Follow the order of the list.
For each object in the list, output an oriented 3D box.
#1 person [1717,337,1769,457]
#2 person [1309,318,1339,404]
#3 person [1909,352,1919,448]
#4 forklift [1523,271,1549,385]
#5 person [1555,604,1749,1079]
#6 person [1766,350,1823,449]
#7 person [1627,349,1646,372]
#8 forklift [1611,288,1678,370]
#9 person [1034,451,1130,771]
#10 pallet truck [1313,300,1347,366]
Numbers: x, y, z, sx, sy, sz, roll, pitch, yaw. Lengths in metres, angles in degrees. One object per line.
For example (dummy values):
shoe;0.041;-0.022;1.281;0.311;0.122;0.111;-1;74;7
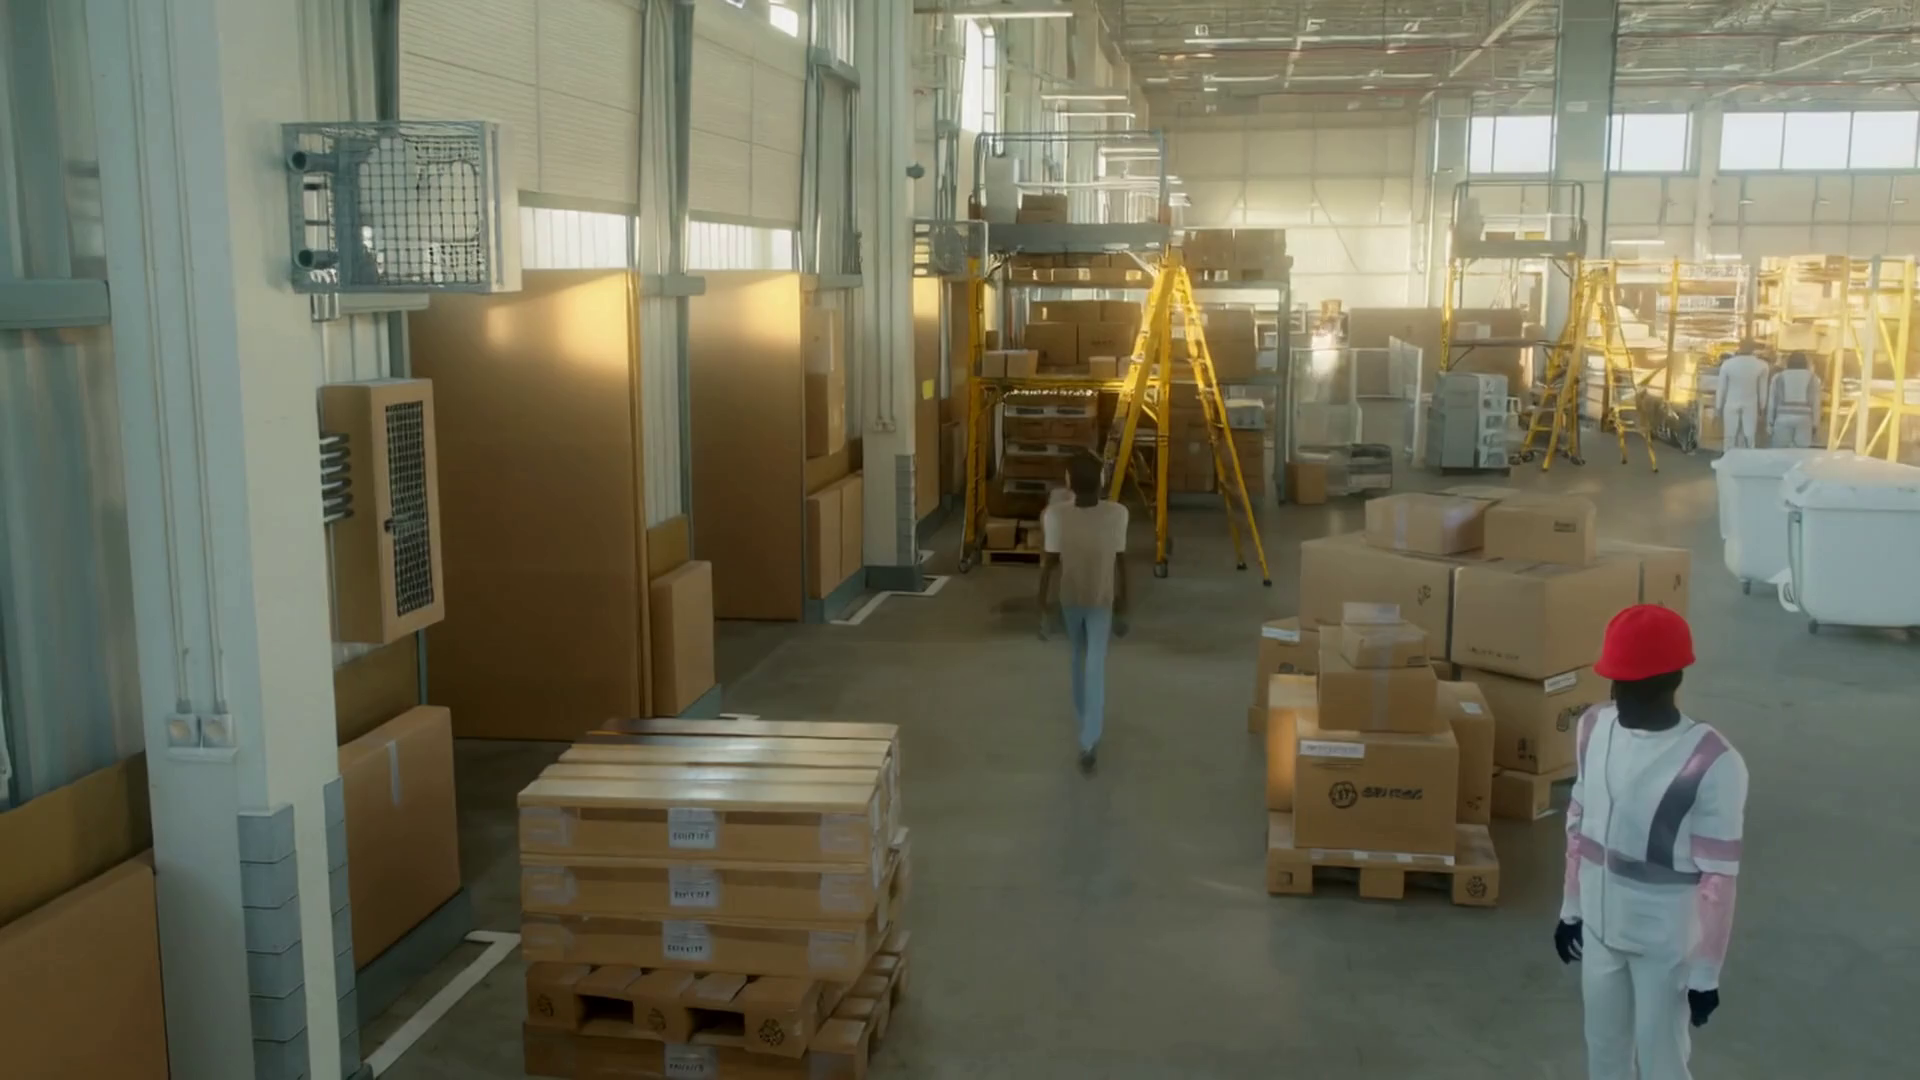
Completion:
person;10.838;-1.843;23.062;0.631;1.931;0.365;3;10;20
person;7.227;-3.448;32.999;0.558;1.919;0.766;3;10;18
person;15.518;-2.339;26.724;0.321;1.736;0.488;5;10;26
forklift;14.663;-5.273;41.289;1.129;2.768;1.873;3;10;16
person;1.958;1.122;4.816;0.395;1.918;0.586;-4;10;-23
person;10.616;-1.497;21.202;0.634;1.839;0.429;4;10;21
person;18.327;-5.284;45.133;0.531;1.660;0.842;-6;11;-34
forklift;19.151;-6.161;46.761;1.873;2.768;1.129;-3;10;-17
person;0.701;0.393;9.615;0.539;1.814;0.992;1;9;9
pallet truck;11.159;-6.200;49.718;0.823;1.965;1.885;4;10;26
